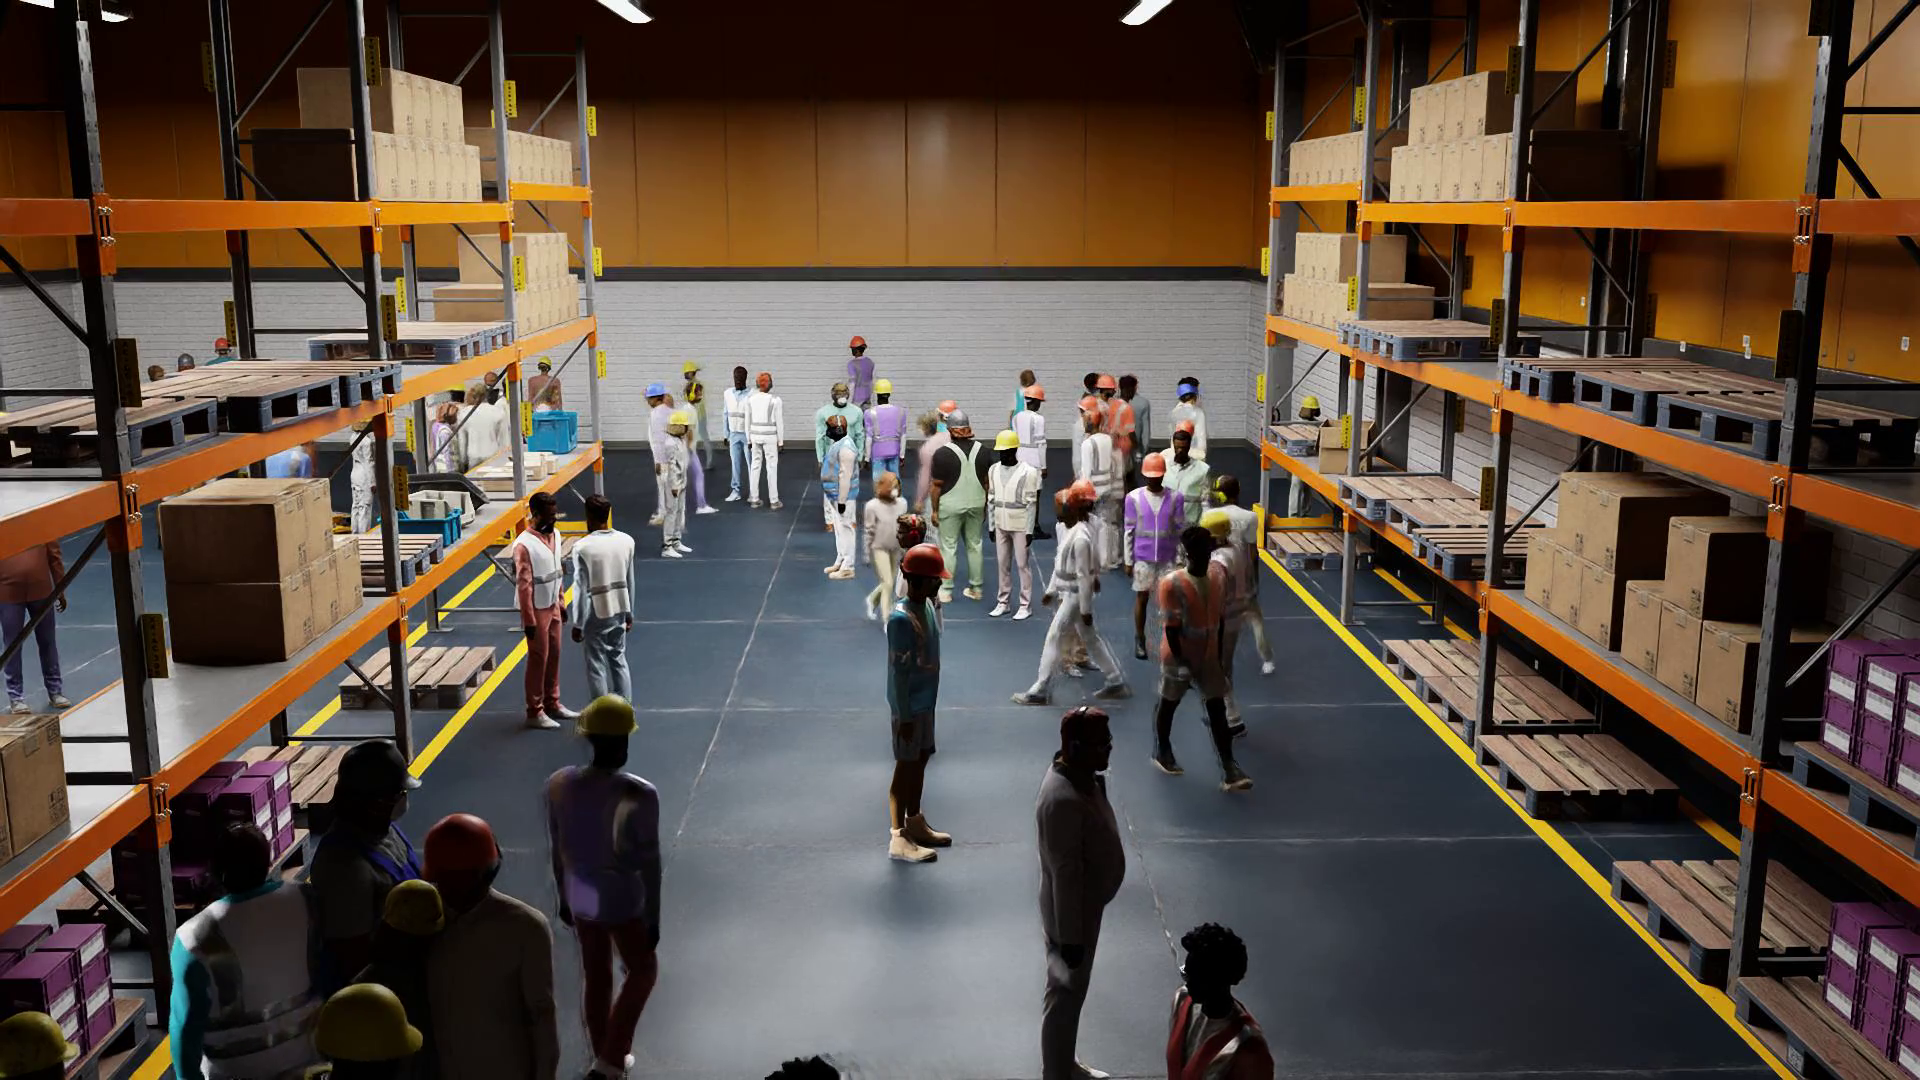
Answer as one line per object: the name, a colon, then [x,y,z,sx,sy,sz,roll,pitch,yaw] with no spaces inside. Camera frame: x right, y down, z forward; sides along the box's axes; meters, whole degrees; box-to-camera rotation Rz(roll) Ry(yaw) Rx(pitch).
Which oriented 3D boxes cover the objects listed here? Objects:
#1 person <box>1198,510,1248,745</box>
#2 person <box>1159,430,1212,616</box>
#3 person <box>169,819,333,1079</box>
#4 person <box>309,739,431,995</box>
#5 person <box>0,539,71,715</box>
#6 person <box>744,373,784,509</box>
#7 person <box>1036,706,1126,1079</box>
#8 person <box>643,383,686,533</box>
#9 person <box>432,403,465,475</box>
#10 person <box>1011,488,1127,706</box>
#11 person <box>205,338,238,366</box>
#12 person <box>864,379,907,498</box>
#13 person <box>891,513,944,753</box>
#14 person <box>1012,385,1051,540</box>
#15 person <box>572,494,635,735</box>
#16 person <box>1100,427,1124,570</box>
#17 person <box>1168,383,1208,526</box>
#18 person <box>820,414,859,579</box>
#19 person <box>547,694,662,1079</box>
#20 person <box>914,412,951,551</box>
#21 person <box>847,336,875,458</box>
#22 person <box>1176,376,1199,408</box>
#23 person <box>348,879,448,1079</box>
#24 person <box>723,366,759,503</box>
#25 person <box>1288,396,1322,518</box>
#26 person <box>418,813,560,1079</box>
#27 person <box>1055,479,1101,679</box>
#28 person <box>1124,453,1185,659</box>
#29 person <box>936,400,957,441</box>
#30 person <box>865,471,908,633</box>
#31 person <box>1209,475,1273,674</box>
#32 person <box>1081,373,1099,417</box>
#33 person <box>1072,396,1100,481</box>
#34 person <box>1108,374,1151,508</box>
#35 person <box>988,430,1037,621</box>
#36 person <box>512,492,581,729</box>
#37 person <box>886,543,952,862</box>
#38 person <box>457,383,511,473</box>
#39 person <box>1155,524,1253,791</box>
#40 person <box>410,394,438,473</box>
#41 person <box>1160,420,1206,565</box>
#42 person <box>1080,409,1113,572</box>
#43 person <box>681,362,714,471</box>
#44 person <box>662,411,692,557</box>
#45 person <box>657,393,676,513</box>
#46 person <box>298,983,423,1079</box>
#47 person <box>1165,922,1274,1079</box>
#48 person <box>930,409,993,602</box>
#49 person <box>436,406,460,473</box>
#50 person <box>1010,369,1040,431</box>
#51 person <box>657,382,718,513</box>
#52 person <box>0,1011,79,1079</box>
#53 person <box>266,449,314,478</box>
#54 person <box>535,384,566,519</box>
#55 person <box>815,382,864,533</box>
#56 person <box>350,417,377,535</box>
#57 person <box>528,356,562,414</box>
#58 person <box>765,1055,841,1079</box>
person: [2.075,0.649,12.970,0.489,1.822,0.738,6,13,26]
person: [2.237,-0.171,16.820,0.590,1.912,0.390,4,12,17]
person: [-2.665,1.962,6.341,0.469,1.827,0.653,9,15,39]
person: [-2.333,1.771,6.750,0.536,2.000,0.684,-2,11,-11]
person: [-7.630,0.441,13.569,0.613,1.987,0.408,-10,15,-42]
person: [-2.696,-1.367,22.919,0.573,1.877,0.344,4,12,20]
person: [0.549,1.676,7.568,0.401,1.906,0.651,2,11,8]
person: [-3.779,-1.032,21.172,0.648,1.916,0.617,2,11,9]
person: [-6.587,-0.951,21.429,0.525,1.630,0.324,7,13,32]
person: [0.961,0.473,13.819,0.978,1.840,0.557,0,11,1]
person: [-12.105,-2.342,27.501,0.630,1.996,0.389,-4,12,-19]
person: [-0.976,-1.114,21.497,0.588,1.930,0.364,-5,13,-25]
person: [-0.319,0.705,12.583,0.377,1.844,0.569,-2,11,-10]
person: [0.904,-0.968,20.772,0.374,1.928,0.543,-9,15,-39]
person: [-2.778,0.587,13.032,0.401,1.908,0.598,8,14,34]
person: [1.725,-0.476,19.027,0.314,1.640,0.516,4,12,20]
person: [2.946,-1.017,21.118,0.375,1.903,0.810,-7,13,-31]
person: [-1.343,-0.491,18.615,0.429,1.837,0.627,-3,12,-13]
person: [-1.632,1.654,7.677,0.589,1.909,0.486,4,12,18]
person: [-0.261,-0.465,18.339,0.367,1.908,0.691,5,12,22]
person: [-1.664,-2.321,27.266,0.375,2.043,0.611,7,13,32]
person: [2.914,-1.137,21.521,0.373,1.966,0.605,2,11,10]
person: [-1.965,2.060,6.081,0.487,1.737,0.320,-9,15,-39]
person: [-3.057,-1.490,23.411,0.591,1.919,0.390,3,12,17]
person: [4.451,-0.981,21.299,0.487,1.744,0.312,-8,14,-33]
person: [-1.758,1.935,6.077,0.618,1.986,0.408,3,12,15]
person: [1.068,0.329,14.695,0.320,1.755,0.563,8,14,35]
person: [1.770,0.151,15.186,0.549,1.923,0.390,0,11,0]
person: [-0.178,-0.894,20.878,0.354,1.740,0.575,-3,12,-15]
person: [-0.747,0.104,16.212,0.500,1.608,0.672,-9,14,-38]
person: [2.443,0.326,14.587,0.575,1.816,0.662,7,13,32]
person: [1.941,-1.633,24.689,0.319,1.696,0.532,-2,12,-11]
person: [1.617,-0.964,21.224,0.358,1.742,0.562,-2,12,-12]
person: [2.288,-1.353,22.880,0.651,1.862,0.994,1,11,4]
person: [0.509,-0.153,16.708,0.583,1.921,0.394,8,14,36]
person: [-3.322,0.553,13.205,0.411,1.906,0.602,3,12,14]
person: [-0.253,1.021,10.540,0.404,2.035,0.606,3,12,16]
person: [-6.091,-1.063,21.367,0.641,1.880,0.997,-2,11,-9]
person: [1.695,0.836,11.782,0.611,1.893,1.050,-6,13,-26]
person: [-8.115,-1.802,25.198,0.391,1.836,0.561,-1,11,-6]
person: [2.518,-0.482,18.767,0.564,1.753,0.336,4,12,21]
person: [1.461,-0.565,18.887,0.571,1.867,0.593,10,15,41]
person: [-4.216,-1.914,26.007,0.869,1.724,0.541,-11,16,-43]
person: [-3.351,-0.668,19.767,0.363,1.735,0.486,2,11,11]
person: [-3.946,-1.172,22.521,0.310,1.638,0.522,4,12,21]
person: [-1.784,2.194,4.965,0.538,1.903,0.648,-8,14,-34]
person: [0.889,2.135,5.819,0.322,1.689,0.529,-5,12,-22]
person: [-0.018,-0.370,17.489,0.681,2.000,0.535,-5,12,-24]
person: [-6.504,-0.901,21.182,0.319,1.630,0.521,-3,12,-13]
person: [0.889,-1.529,23.873,0.544,1.812,0.645,8,14,36]
person: [-3.710,-1.209,22.290,0.884,1.821,0.532,-8,14,-34]
person: [-2.795,2.259,5.079,0.483,1.736,0.326,10,15,41]
person: [-6.979,-0.266,17.206,0.672,1.966,1.139,0,11,2]
person: [-5.465,-1.153,21.964,0.474,1.825,0.505,-7,13,-30]
person: [-1.524,-1.051,21.193,0.632,1.932,0.367,-3,12,-17]
person: [-7.148,-0.717,20.008,0.356,1.737,0.487,-9,15,-39]
person: [-6.669,-2.078,26.780,0.532,1.755,0.342,-1,11,-4]
person: [-0.260,2.275,4.515,0.671,1.922,0.478,5,12,24]
